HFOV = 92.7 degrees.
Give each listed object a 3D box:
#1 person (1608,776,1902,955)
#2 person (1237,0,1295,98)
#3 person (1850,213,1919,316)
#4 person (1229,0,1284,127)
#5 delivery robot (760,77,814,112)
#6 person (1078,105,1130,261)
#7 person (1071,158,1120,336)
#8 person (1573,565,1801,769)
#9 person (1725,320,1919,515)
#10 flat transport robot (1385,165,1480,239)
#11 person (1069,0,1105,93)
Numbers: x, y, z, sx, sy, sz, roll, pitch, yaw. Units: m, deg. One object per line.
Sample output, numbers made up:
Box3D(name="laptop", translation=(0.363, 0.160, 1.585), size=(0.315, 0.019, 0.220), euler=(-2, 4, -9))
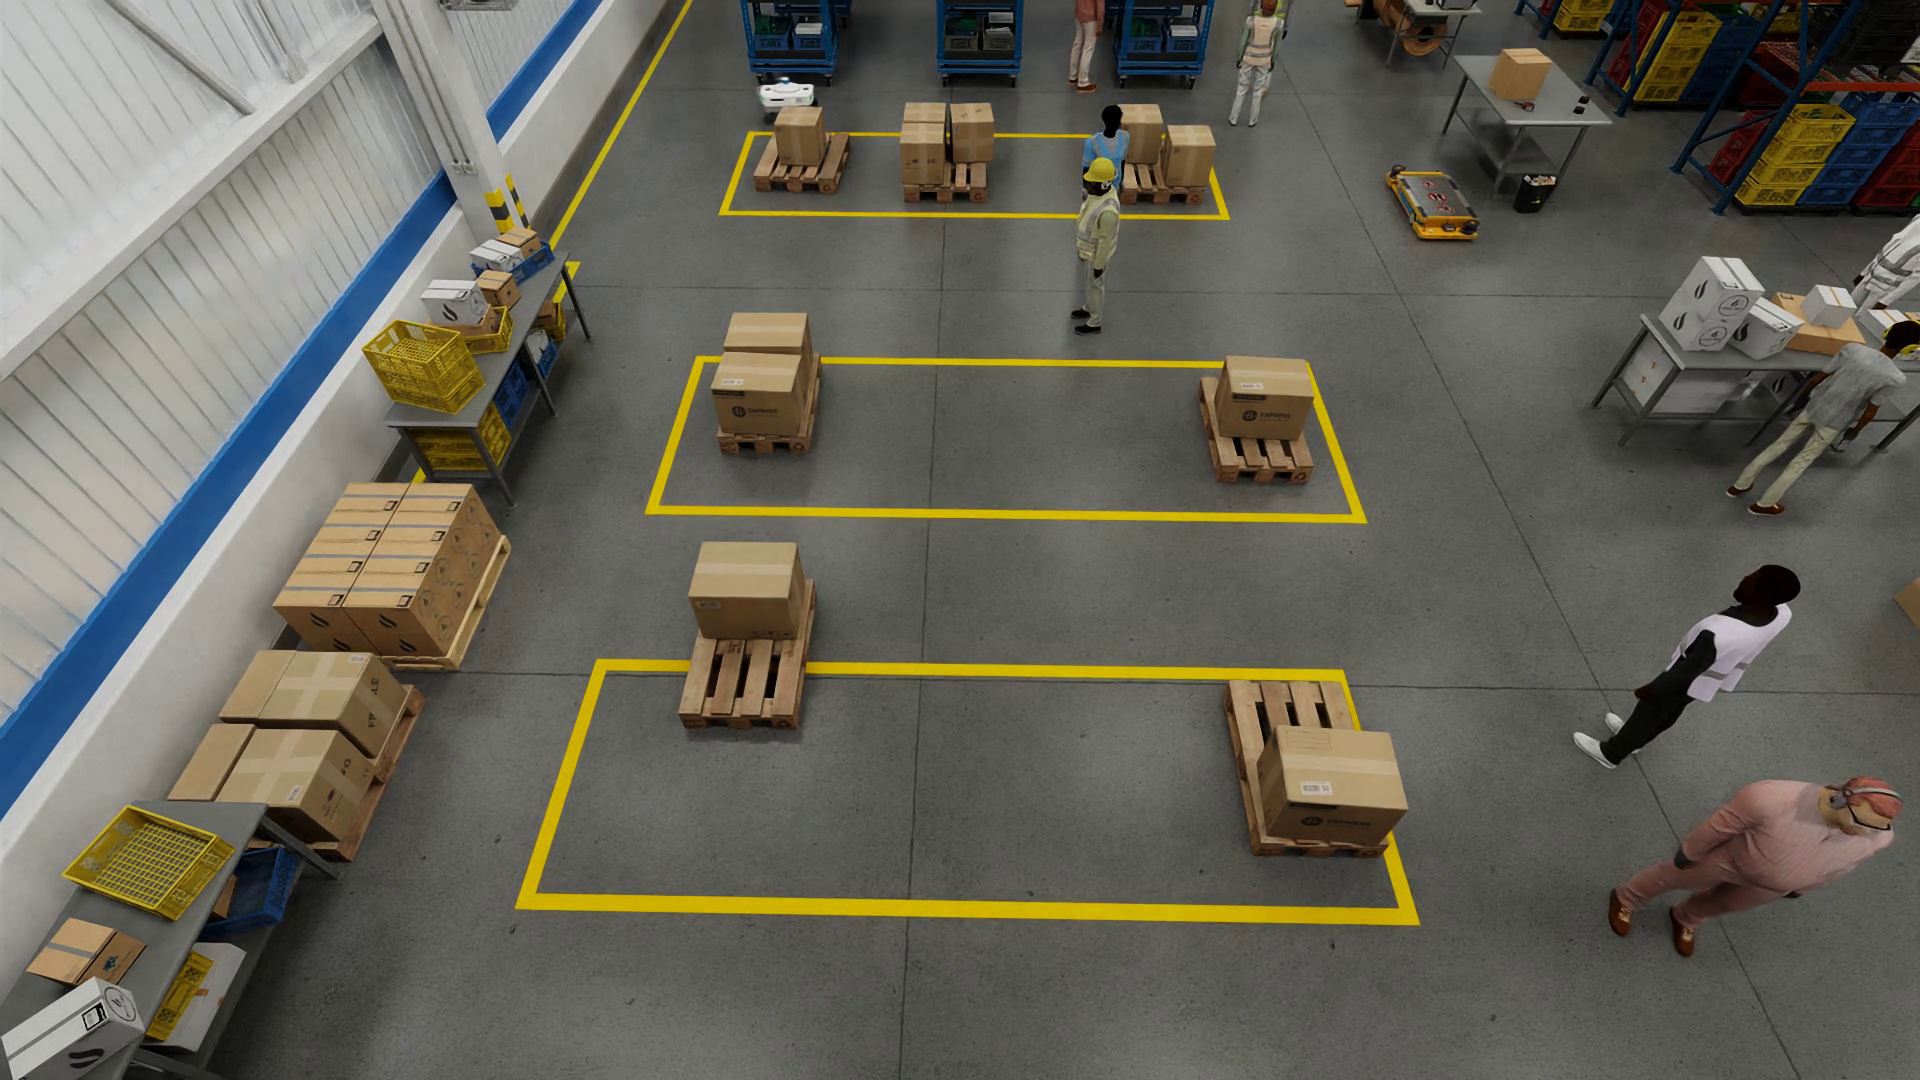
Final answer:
Box3D(name="person", translation=(4.251, 1.758, 4.930), size=(0.643, 1.898, 0.398), euler=(17, 51, 14))
Box3D(name="person", translation=(4.218, -7.087, 12.620), size=(0.624, 1.840, 0.430), euler=(11, 50, 10))
Box3D(name="person", translation=(8.534, -2.367, 8.505), size=(0.355, 1.885, 0.575), euler=(10, 50, 9))
Box3D(name="person", translation=(3.898, -6.294, 12.060), size=(0.521, 1.645, 0.307), euler=(9, 50, 8))
Box3D(name="delivery robot", translation=(-2.351, -6.054, 12.509), size=(0.707, 0.478, 0.477), euler=(-2, 49, -1))
Box3D(name="person", translation=(1.547, -3.848, 9.908), size=(0.541, 1.696, 0.316), euler=(-16, 51, -14))
Box3D(name="person", translation=(1.321, -2.863, 8.978), size=(0.403, 1.826, 0.598), euler=(-1, 49, -1))
Box3D(name="person", translation=(4.542, 0.839, 5.707), size=(0.590, 1.920, 0.399), euler=(-18, 51, -15))
Box3D(name="person", translation=(6.887, -0.962, 7.302), size=(0.309, 1.863, 0.535), euler=(-14, 51, -12))
Box3D(name="flat transport robot", translation=(5.692, -4.094, 11.059), size=(0.652, 0.197, 1.431), euler=(1, 49, 1))
Box3D(name="person", translation=(1.808, -7.264, 12.684), size=(0.414, 1.981, 0.625), euler=(-21, 52, -18))
